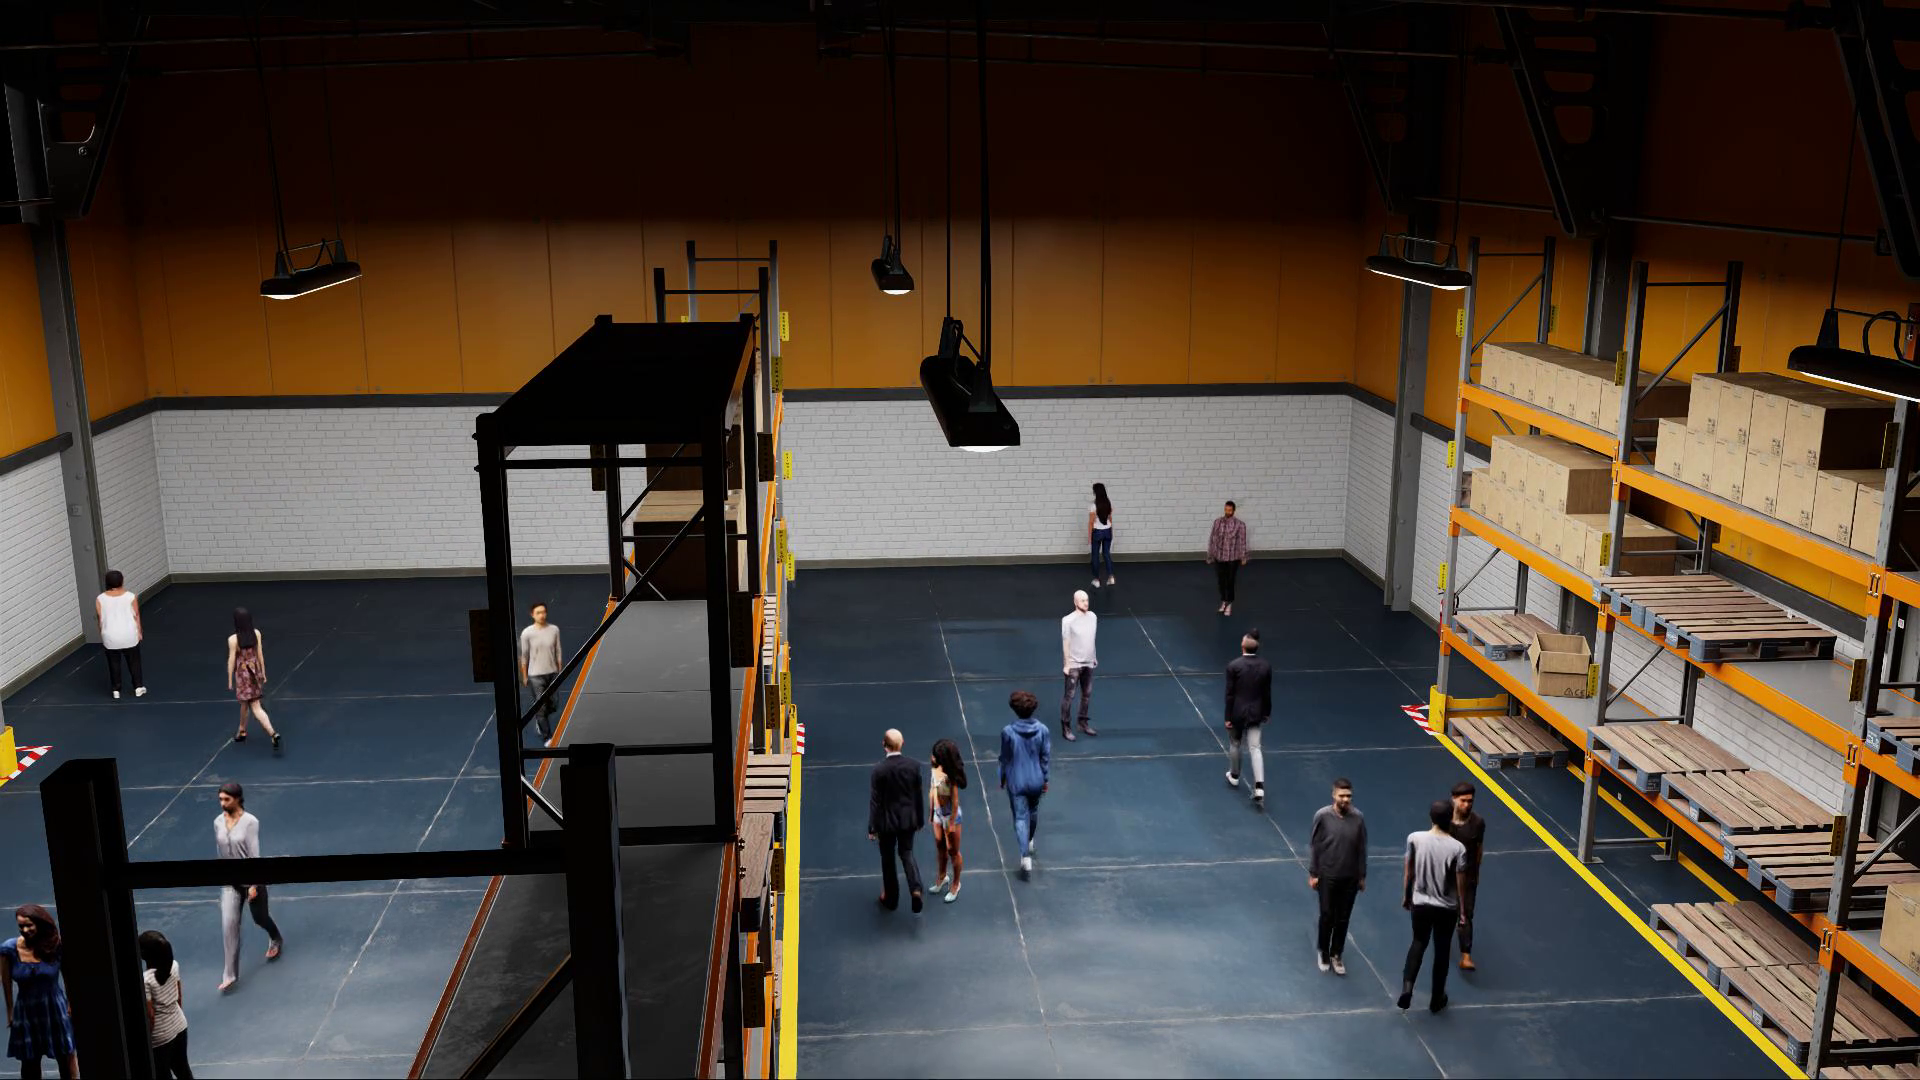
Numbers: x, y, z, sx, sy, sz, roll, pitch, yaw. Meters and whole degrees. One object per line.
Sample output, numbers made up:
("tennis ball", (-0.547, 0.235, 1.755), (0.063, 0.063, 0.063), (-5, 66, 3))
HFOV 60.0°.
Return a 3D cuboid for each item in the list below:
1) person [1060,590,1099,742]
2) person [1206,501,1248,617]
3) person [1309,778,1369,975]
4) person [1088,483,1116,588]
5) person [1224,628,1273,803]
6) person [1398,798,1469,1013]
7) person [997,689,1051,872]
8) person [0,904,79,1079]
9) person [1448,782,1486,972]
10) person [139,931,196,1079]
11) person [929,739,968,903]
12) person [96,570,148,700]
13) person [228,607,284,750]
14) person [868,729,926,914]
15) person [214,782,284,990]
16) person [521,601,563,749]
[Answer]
("person", (1.448, 1.492, 20.183), (0.754, 1.830, 0.753), (-9, 16, -34))
("person", (4.131, 0.240, 25.526), (0.904, 1.748, 0.964), (8, 16, 30))
("person", (3.289, 2.904, 14.514), (0.639, 1.753, 0.592), (0, 14, 0))
("person", (2.266, -0.051, 26.724), (0.800, 1.751, 0.908), (-4, 14, -16))
("person", (3.174, 1.930, 18.198), (0.750, 1.913, 1.228), (-2, 14, -7))
("person", (3.870, 3.053, 13.693), (0.966, 1.850, 1.042), (9, 16, 33))
("person", (0.661, 2.421, 16.492), (0.771, 1.762, 1.142), (-2, 14, -9))
("person", (-6.643, 3.476, 12.042), (0.712, 1.805, 0.645), (-4, 14, -16))
("person", (4.349, 2.902, 14.688), (0.745, 1.676, 1.057), (1, 14, 5))
("person", (-5.736, 3.569, 11.997), (0.691, 1.646, 0.562), (3, 14, 14))
("person", (-0.124, 2.651, 15.842), (0.726, 1.620, 0.651), (-9, 16, -33))
("person", (-10.924, 1.213, 21.640), (0.702, 1.686, 0.674), (-5, 15, -21))
("person", (-8.339, 1.682, 19.601), (1.100, 1.734, 1.147), (8, 16, 30))
("person", (-0.564, 2.659, 15.468), (0.886, 1.781, 1.044), (-5, 15, -21))
("person", (-6.162, 2.928, 14.446), (0.721, 1.738, 1.122), (1, 14, 5))
("person", (-5.003, 1.592, 19.839), (0.903, 1.797, 1.051), (-8, 16, -31))
